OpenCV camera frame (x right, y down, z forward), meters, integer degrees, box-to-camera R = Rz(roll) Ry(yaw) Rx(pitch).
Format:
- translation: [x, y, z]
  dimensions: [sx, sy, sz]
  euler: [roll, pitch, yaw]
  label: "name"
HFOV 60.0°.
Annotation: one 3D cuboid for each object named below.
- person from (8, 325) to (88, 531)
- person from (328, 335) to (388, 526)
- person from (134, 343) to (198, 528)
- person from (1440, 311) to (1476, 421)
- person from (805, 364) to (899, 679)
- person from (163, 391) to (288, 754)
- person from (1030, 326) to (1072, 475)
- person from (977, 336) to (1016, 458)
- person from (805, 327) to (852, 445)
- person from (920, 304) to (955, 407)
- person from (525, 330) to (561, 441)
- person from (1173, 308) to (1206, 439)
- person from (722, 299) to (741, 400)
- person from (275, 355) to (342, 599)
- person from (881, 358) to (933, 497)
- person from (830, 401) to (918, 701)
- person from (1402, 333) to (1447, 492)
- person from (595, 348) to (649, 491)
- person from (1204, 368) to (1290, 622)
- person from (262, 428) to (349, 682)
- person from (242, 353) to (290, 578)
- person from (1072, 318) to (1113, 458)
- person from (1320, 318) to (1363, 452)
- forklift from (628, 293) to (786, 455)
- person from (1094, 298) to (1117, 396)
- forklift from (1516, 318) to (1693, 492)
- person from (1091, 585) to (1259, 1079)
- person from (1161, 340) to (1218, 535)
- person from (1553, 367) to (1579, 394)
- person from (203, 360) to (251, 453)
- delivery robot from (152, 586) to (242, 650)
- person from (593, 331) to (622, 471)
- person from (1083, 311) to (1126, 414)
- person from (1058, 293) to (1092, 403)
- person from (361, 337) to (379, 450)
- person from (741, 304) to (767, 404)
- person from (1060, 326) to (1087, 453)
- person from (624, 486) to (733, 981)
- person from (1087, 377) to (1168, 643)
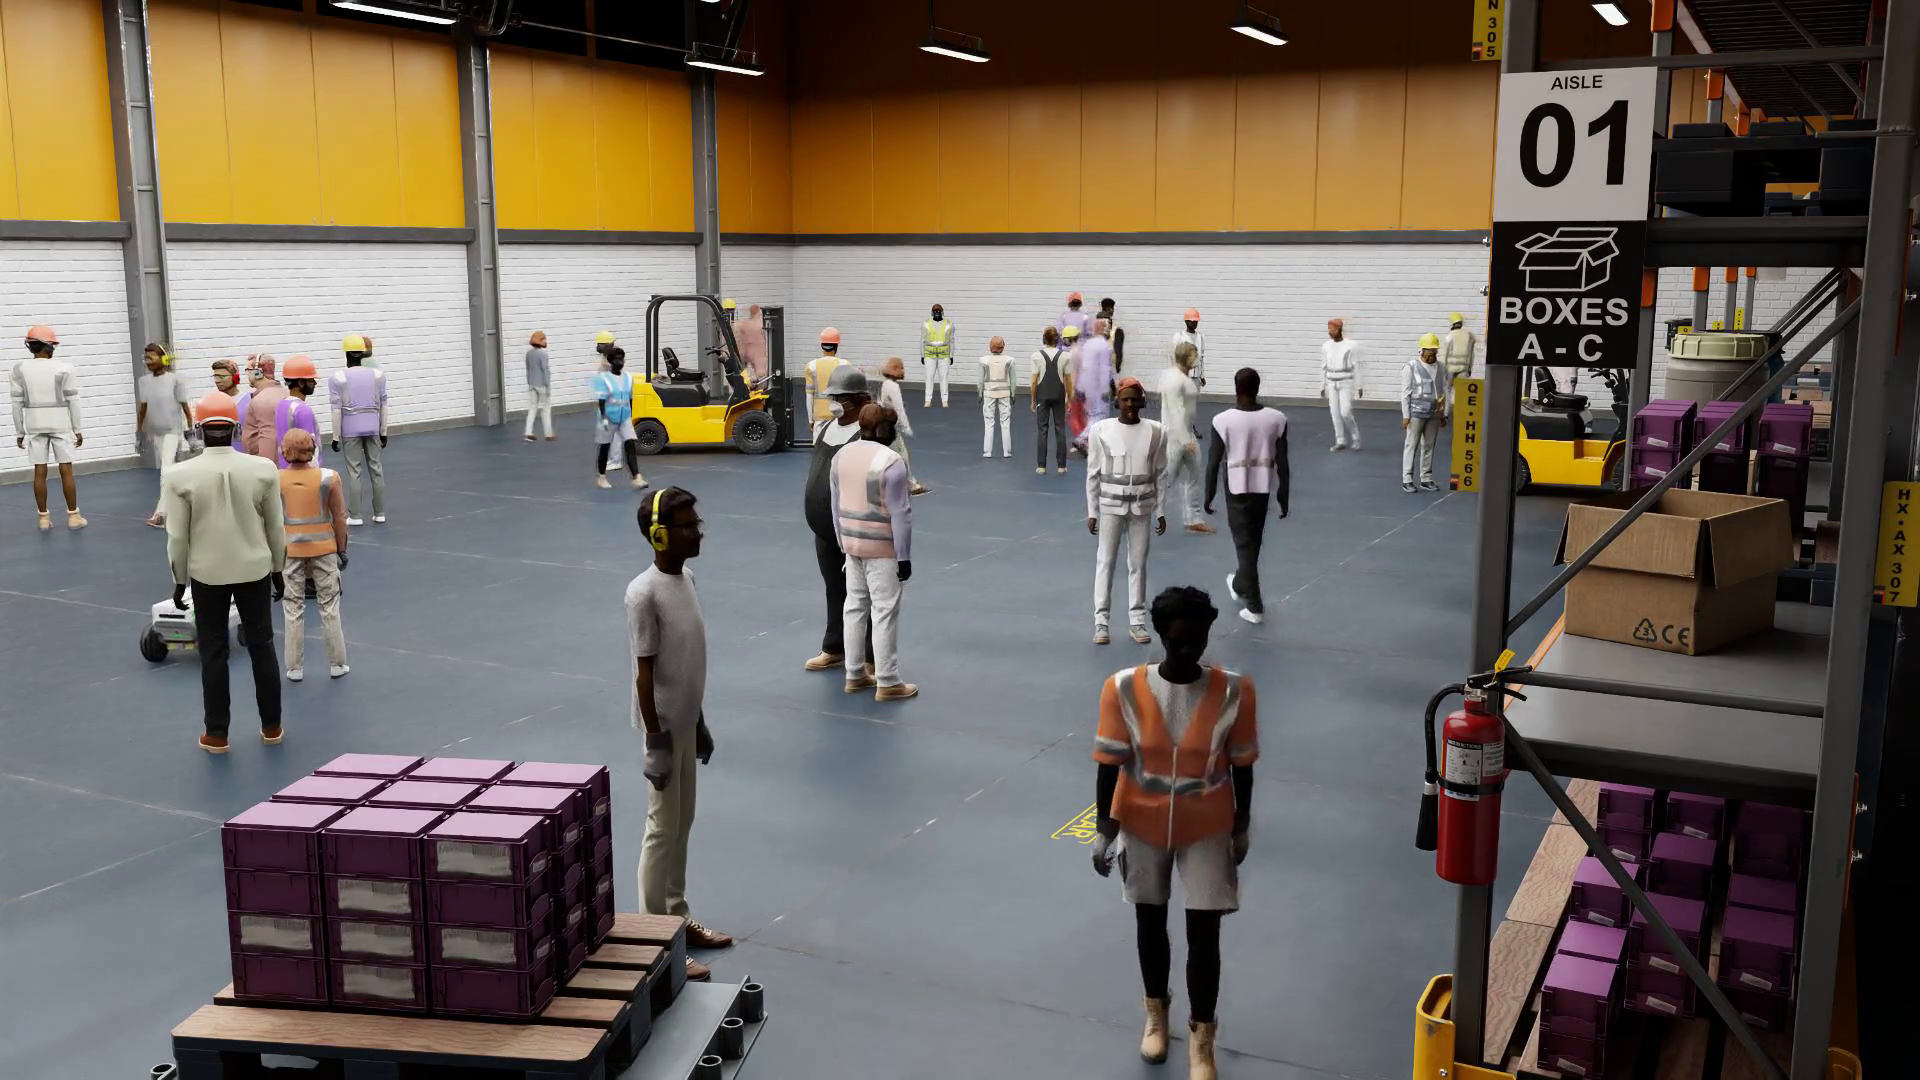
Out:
- translation: [-9.030, -1.105, 16.484]
  dimensions: [0.605, 2.038, 0.394]
  euler: [-3, 10, -15]
  label: "person"
- translation: [-6.062, -1.101, 16.778]
  dimensions: [0.587, 1.927, 0.369]
  euler: [-9, 13, -42]
  label: "person"
- translation: [-8.036, -1.036, 16.645]
  dimensions: [0.563, 1.835, 0.896]
  euler: [2, 10, 13]
  label: "person"
- translation: [8.082, -2.806, 27.010]
  dimensions: [0.594, 1.804, 0.775]
  euler: [-1, 10, -3]
  label: "person"
- translation: [-0.746, -0.118, 10.761]
  dimensions: [0.684, 2.000, 0.538]
  euler: [9, 14, 44]
  label: "person"
- translation: [-4.033, 0.179, 9.175]
  dimensions: [0.612, 1.995, 0.382]
  euler: [-7, 12, -35]
  label: "person"
- translation: [1.133, -1.728, 20.648]
  dimensions: [0.514, 1.842, 0.328]
  euler: [0, 10, 0]
  label: "person"
- translation: [0.493, -1.909, 22.286]
  dimensions: [0.524, 1.639, 0.306]
  euler: [-1, 10, -3]
  label: "person"
- translation: [-1.415, -1.361, 18.251]
  dimensions: [0.544, 1.939, 0.354]
  euler: [1, 10, 4]
  label: "person"
- translation: [-0.404, -3.278, 29.632]
  dimensions: [0.627, 1.844, 0.429]
  euler: [0, 10, 0]
  label: "person"
- translation: [-6.143, -2.237, 24.264]
  dimensions: [0.512, 1.640, 0.414]
  euler: [8, 13, 39]
  label: "person"
- translation: [3.395, -2.451, 24.558]
  dimensions: [0.543, 1.939, 0.360]
  euler: [-5, 11, -27]
  label: "person"
- translation: [-4.082, -3.317, 29.598]
  dimensions: [0.355, 1.930, 0.593]
  euler: [-5, 11, -25]
  label: "person"
- translation: [-5.218, -0.498, 13.257]
  dimensions: [0.359, 1.938, 0.547]
  euler: [-9, 14, -43]
  label: "person"
- translation: [-0.752, -1.236, 18.549]
  dimensions: [0.872, 1.587, 0.512]
  euler: [-2, 10, -10]
  label: "person"
- translation: [-0.515, 0.064, 10.285]
  dimensions: [0.429, 1.839, 0.634]
  euler: [-10, 14, -44]
  label: "person"
- translation: [5.360, -1.465, 19.157]
  dimensions: [0.593, 1.832, 0.403]
  euler: [-3, 10, -19]
  label: "person"
- translation: [-3.927, -1.377, 19.152]
  dimensions: [0.551, 1.657, 0.862]
  euler: [-9, 13, -42]
  label: "person"
- translation: [2.142, -0.369, 12.673]
  dimensions: [0.604, 1.868, 0.991]
  euler: [-2, 10, -11]
  label: "person"
- translation: [-4.187, 0.100, 10.669]
  dimensions: [0.511, 1.637, 0.307]
  euler: [-3, 10, -19]
  label: "person"
- translation: [-5.858, -0.628, 14.098]
  dimensions: [0.401, 1.906, 0.650]
  euler: [-1, 10, -7]
  label: "person"
- translation: [1.774, -2.026, 22.285]
  dimensions: [0.578, 1.877, 0.670]
  euler: [-3, 10, -19]
  label: "person"
- translation: [5.276, -2.129, 22.965]
  dimensions: [0.480, 1.849, 0.632]
  euler: [-9, 13, -42]
  label: "person"
- translation: [-3.588, -2.317, 23.042]
  dimensions: [2.313, 2.155, 1.214]
  euler: [-1, 10, -5]
  label: "forklift"
- translation: [2.717, -3.434, 30.302]
  dimensions: [0.898, 1.915, 0.615]
  euler: [3, 10, 19]
  label: "person"
- translation: [7.066, -1.601, 18.899]
  dimensions: [2.313, 2.155, 1.214]
  euler: [5, 11, 27]
  label: "forklift"
- translation: [0.699, 0.973, 5.475]
  dimensions: [0.542, 1.676, 0.604]
  euler: [2, 10, 11]
  label: "person"
- translation: [2.059, -0.999, 16.253]
  dimensions: [0.893, 1.914, 0.625]
  euler: [4, 11, 24]
  label: "person"
- translation: [9.096, -2.496, 24.915]
  dimensions: [0.410, 1.909, 0.643]
  euler: [-1, 10, -5]
  label: "person"
- translation: [-6.210, -0.624, 14.259]
  dimensions: [0.565, 1.842, 0.390]
  euler: [2, 10, 10]
  label: "person"
- translation: [-5.172, 0.475, 11.348]
  dimensions: [0.477, 0.478, 0.707]
  euler: [1, 10, 7]
  label: "delivery robot"
- translation: [-4.471, -1.765, 21.088]
  dimensions: [0.311, 1.768, 0.533]
  euler: [-3, 10, -16]
  label: "person"
- translation: [2.559, -3.013, 28.332]
  dimensions: [1.055, 1.767, 0.646]
  euler: [-9, 13, -42]
  label: "person"
- translation: [2.110, -3.468, 30.248]
  dimensions: [0.661, 2.025, 0.591]
  euler: [0, 10, 1]
  label: "person"
- translation: [-8.157, -1.991, 22.849]
  dimensions: [0.535, 1.609, 0.409]
  euler: [4, 11, 22]
  label: "person"
- translation: [-3.577, -3.192, 29.080]
  dimensions: [0.702, 1.860, 0.847]
  euler: [9, 13, 41]
  label: "person"
- translation: [1.569, -2.081, 23.000]
  dimensions: [0.443, 1.738, 0.539]
  euler: [2, 10, 13]
  label: "person"
- translation: [-1.081, 0.725, 6.358]
  dimensions: [0.328, 1.877, 0.510]
  euler: [2, 10, 9]
  label: "person"
- translation: [1.176, -0.205, 11.721]
  dimensions: [0.574, 1.882, 0.358]
  euler: [-1, 10, -4]
  label: "person"
